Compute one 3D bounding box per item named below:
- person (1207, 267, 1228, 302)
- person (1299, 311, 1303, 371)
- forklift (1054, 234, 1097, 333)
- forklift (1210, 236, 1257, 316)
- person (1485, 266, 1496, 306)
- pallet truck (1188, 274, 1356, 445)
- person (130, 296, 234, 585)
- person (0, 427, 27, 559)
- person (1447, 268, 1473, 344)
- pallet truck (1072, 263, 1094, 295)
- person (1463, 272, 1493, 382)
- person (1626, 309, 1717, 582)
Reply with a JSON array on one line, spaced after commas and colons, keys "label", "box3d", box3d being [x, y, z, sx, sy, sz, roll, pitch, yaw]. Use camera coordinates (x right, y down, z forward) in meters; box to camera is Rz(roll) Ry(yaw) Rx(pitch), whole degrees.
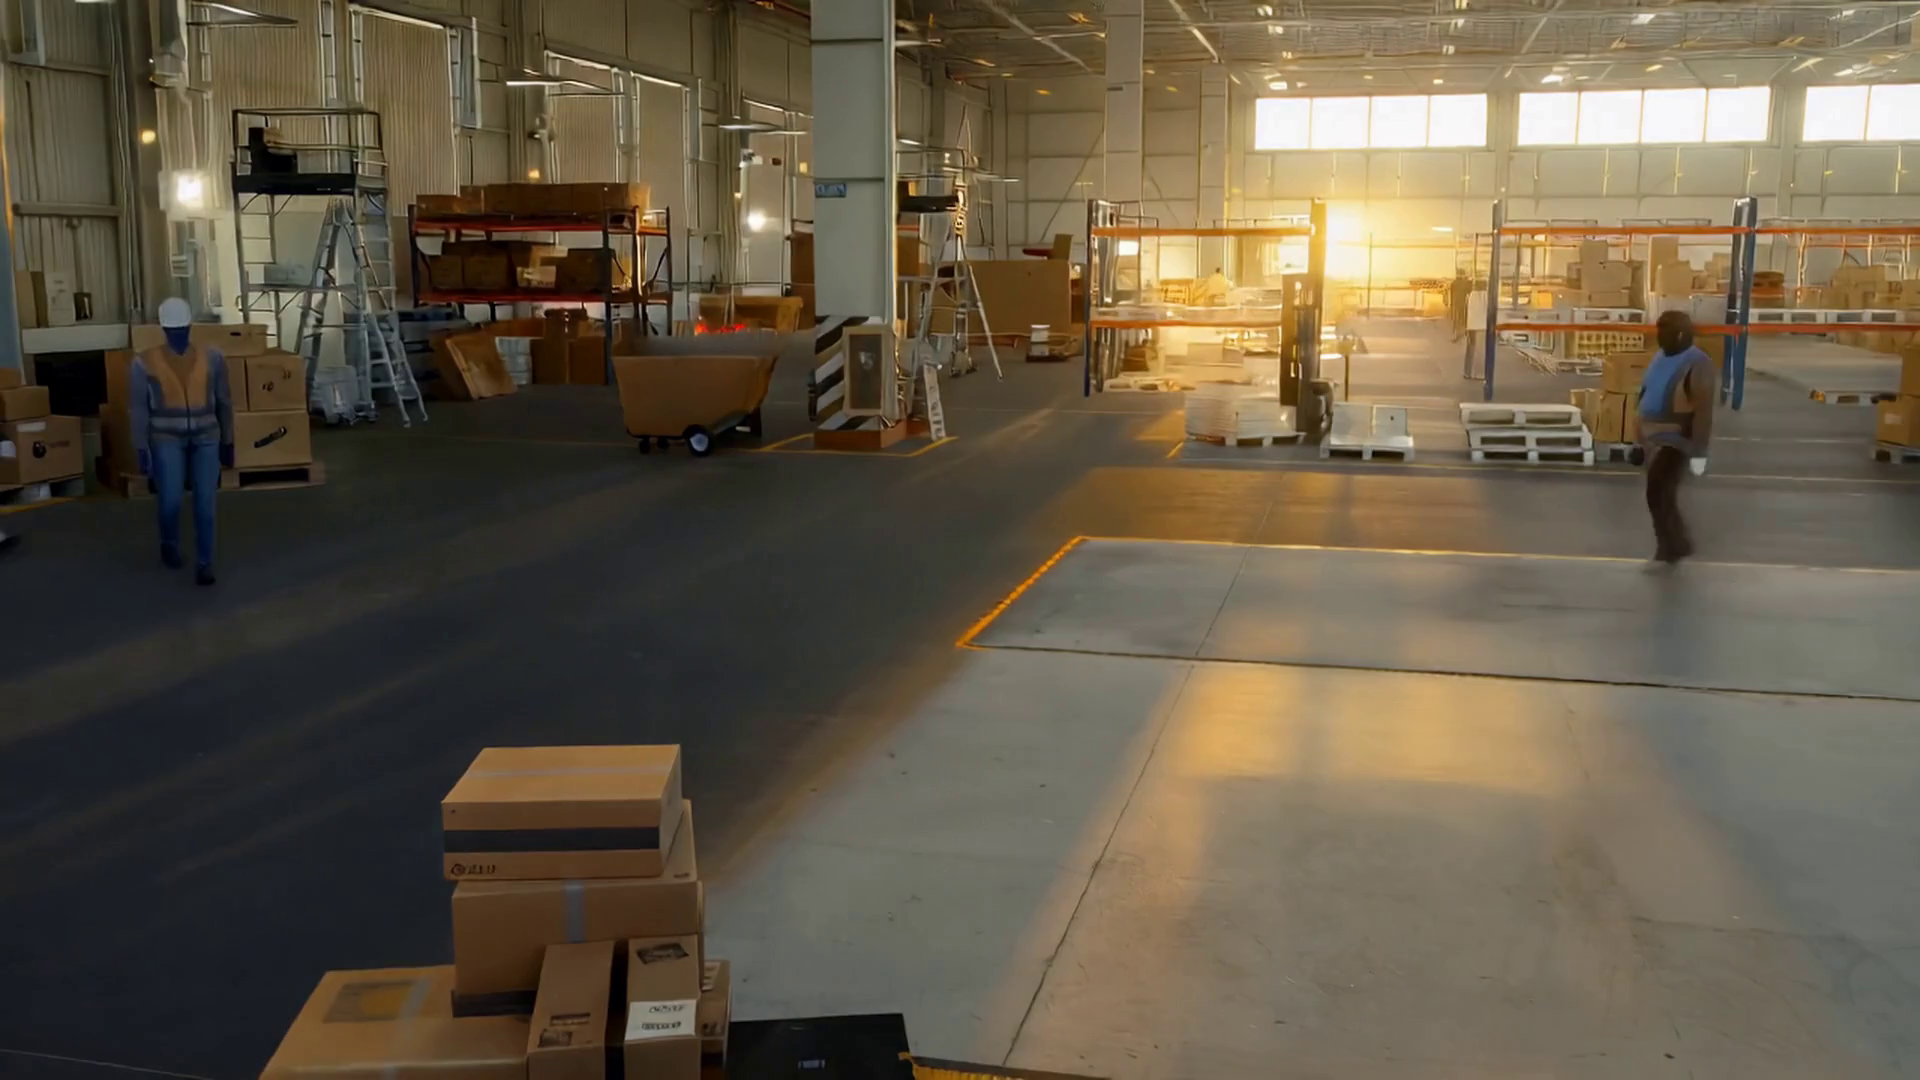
[{"label": "person", "box3d": [8.274, -7.816, 53.355, 0.653, 1.876, 1.051, -1, 10, -6]}, {"label": "person", "box3d": [6.746, -4.100, 31.925, 0.484, 1.736, 0.346, -8, 13, -41]}, {"label": "forklift", "box3d": [2.933, -7.338, 47.611, 1.873, 2.768, 1.129, 2, 10, 14]}, {"label": "forklift", "box3d": [8.697, -7.882, 50.812, 1.873, 2.768, 1.129, -2, 10, -14]}, {"label": "person", "box3d": [16.015, -7.333, 50.430, 0.556, 1.905, 0.814, 3, 10, 16]}, {"label": "pallet truck", "box3d": [3.653, -2.138, 19.590, 1.885, 1.965, 0.823, -4, 10, -20]}, {"label": "person", "box3d": [-5.181, -0.661, 11.107, 0.615, 1.928, 0.510, -6, 11, -33]}, {"label": "person", "box3d": [-6.909, -0.685, 11.584, 0.634, 1.802, 0.913, 5, 11, 27]}, {"label": "person", "box3d": [12.677, -5.929, 42.187, 0.898, 1.904, 0.694, -7, 12, -35]}, {"label": "pallet truck", "box3d": [4.325, -8.180, 55.162, 0.823, 1.965, 1.885, 6, 11, 31]}, {"label": "person", "box3d": [9.095, -3.725, 29.144, 0.371, 1.923, 0.593, -7, 12, -35]}, {"label": "person", "box3d": [4.743, -0.624, 11.154, 0.434, 1.831, 0.622, -1, 10, -9]}]
